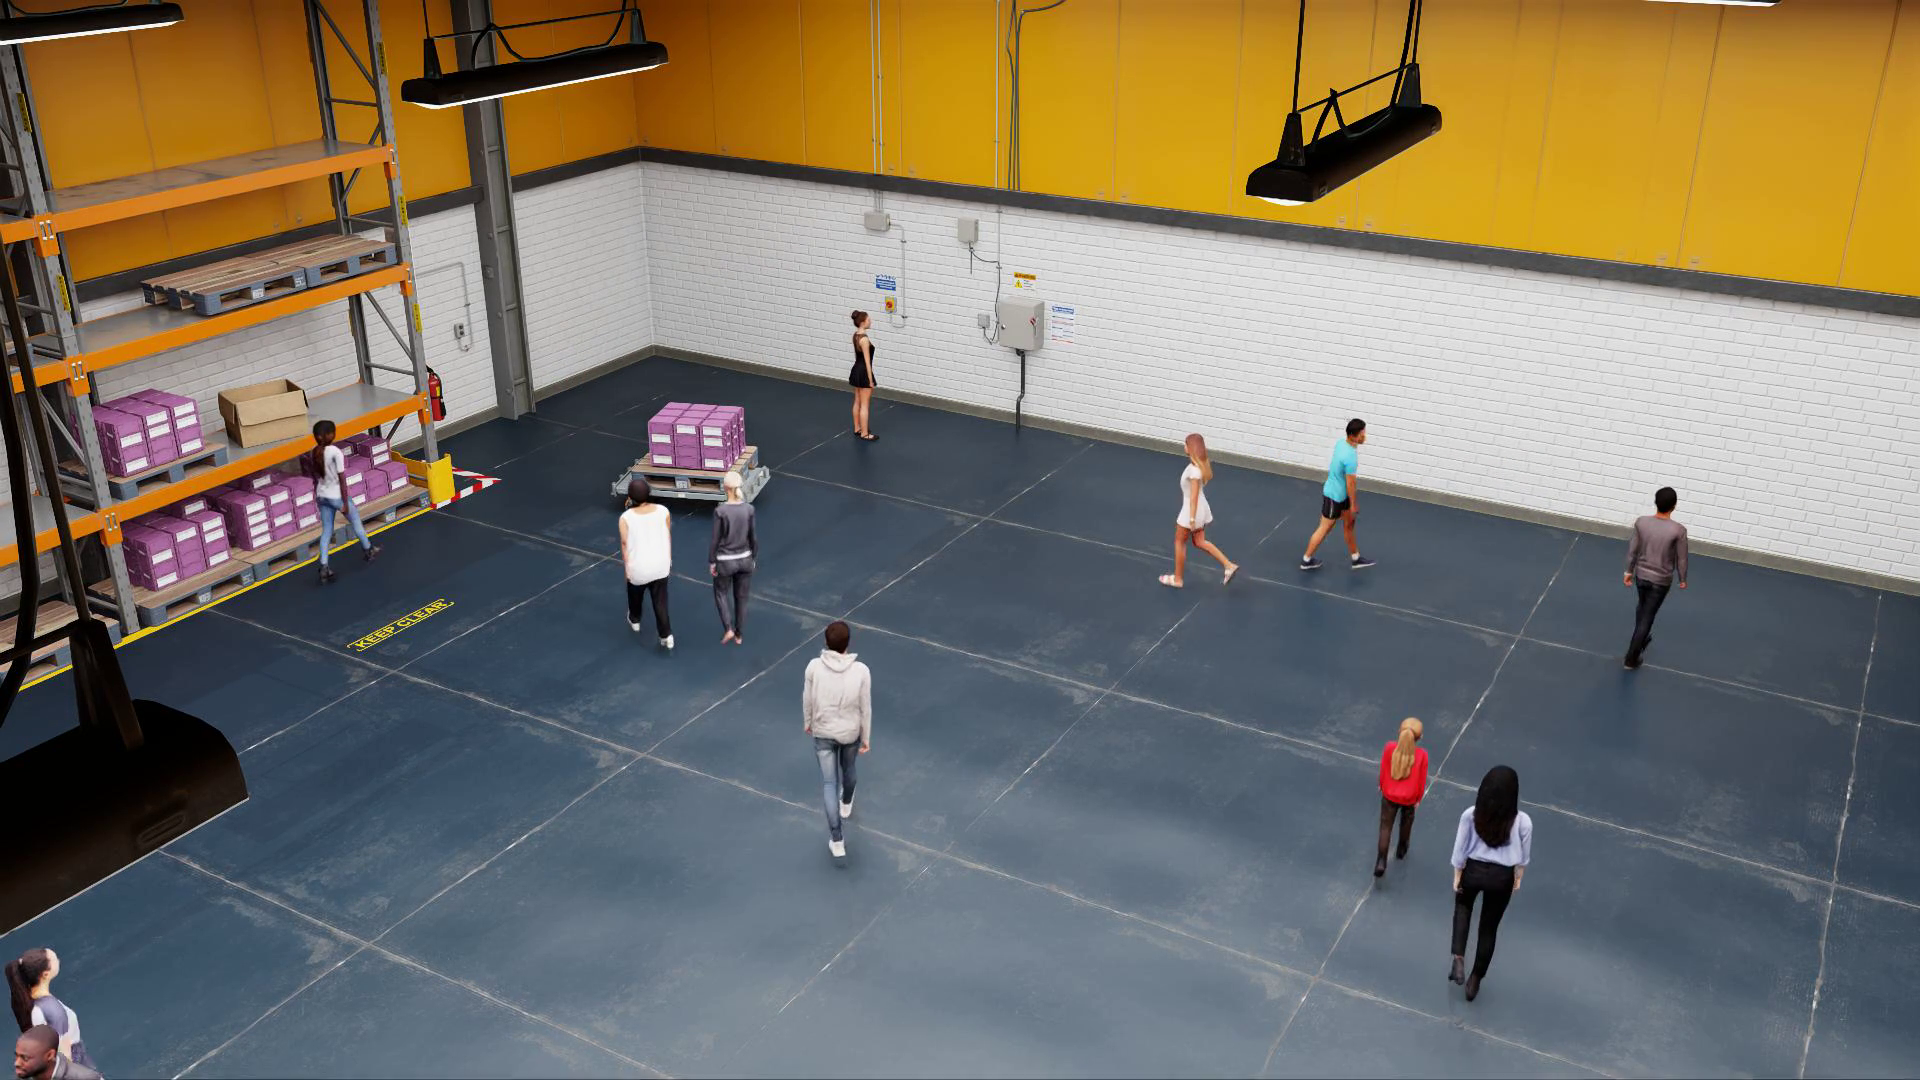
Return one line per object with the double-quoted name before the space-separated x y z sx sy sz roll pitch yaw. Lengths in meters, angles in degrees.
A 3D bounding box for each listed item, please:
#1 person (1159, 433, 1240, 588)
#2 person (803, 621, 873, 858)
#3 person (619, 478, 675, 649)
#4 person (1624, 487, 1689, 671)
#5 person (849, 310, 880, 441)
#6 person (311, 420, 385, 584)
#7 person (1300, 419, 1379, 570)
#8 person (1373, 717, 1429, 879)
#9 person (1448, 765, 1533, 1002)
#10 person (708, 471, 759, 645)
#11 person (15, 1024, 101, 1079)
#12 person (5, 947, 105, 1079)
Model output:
"person" 2.470 -0.260 16.877 0.717 1.670 0.998 9 25 19
"person" -0.945 1.526 12.609 1.152 1.816 1.308 -2 24 -5
"person" -2.944 0.251 15.735 1.137 1.649 1.109 -11 26 -23
"person" 6.337 0.385 15.308 0.816 1.744 0.993 21 31 39
"person" -1.234 -2.098 21.078 0.724 1.673 0.679 -10 25 -21
"person" -6.507 -0.376 17.134 0.687 1.676 1.132 10 25 21
"person" 3.847 -0.456 17.263 0.989 1.720 1.072 0 24 0
"person" 3.264 1.921 12.395 0.597 1.263 0.913 8 25 17
"person" 3.458 2.301 10.936 0.697 1.735 0.675 8 25 17
"person" -2.115 0.219 15.739 0.811 1.704 0.877 -11 26 -23
"person" -4.604 3.260 8.640 0.740 1.818 0.627 10 25 21
"person" -5.164 3.049 9.385 0.644 1.608 1.030 11 26 24
